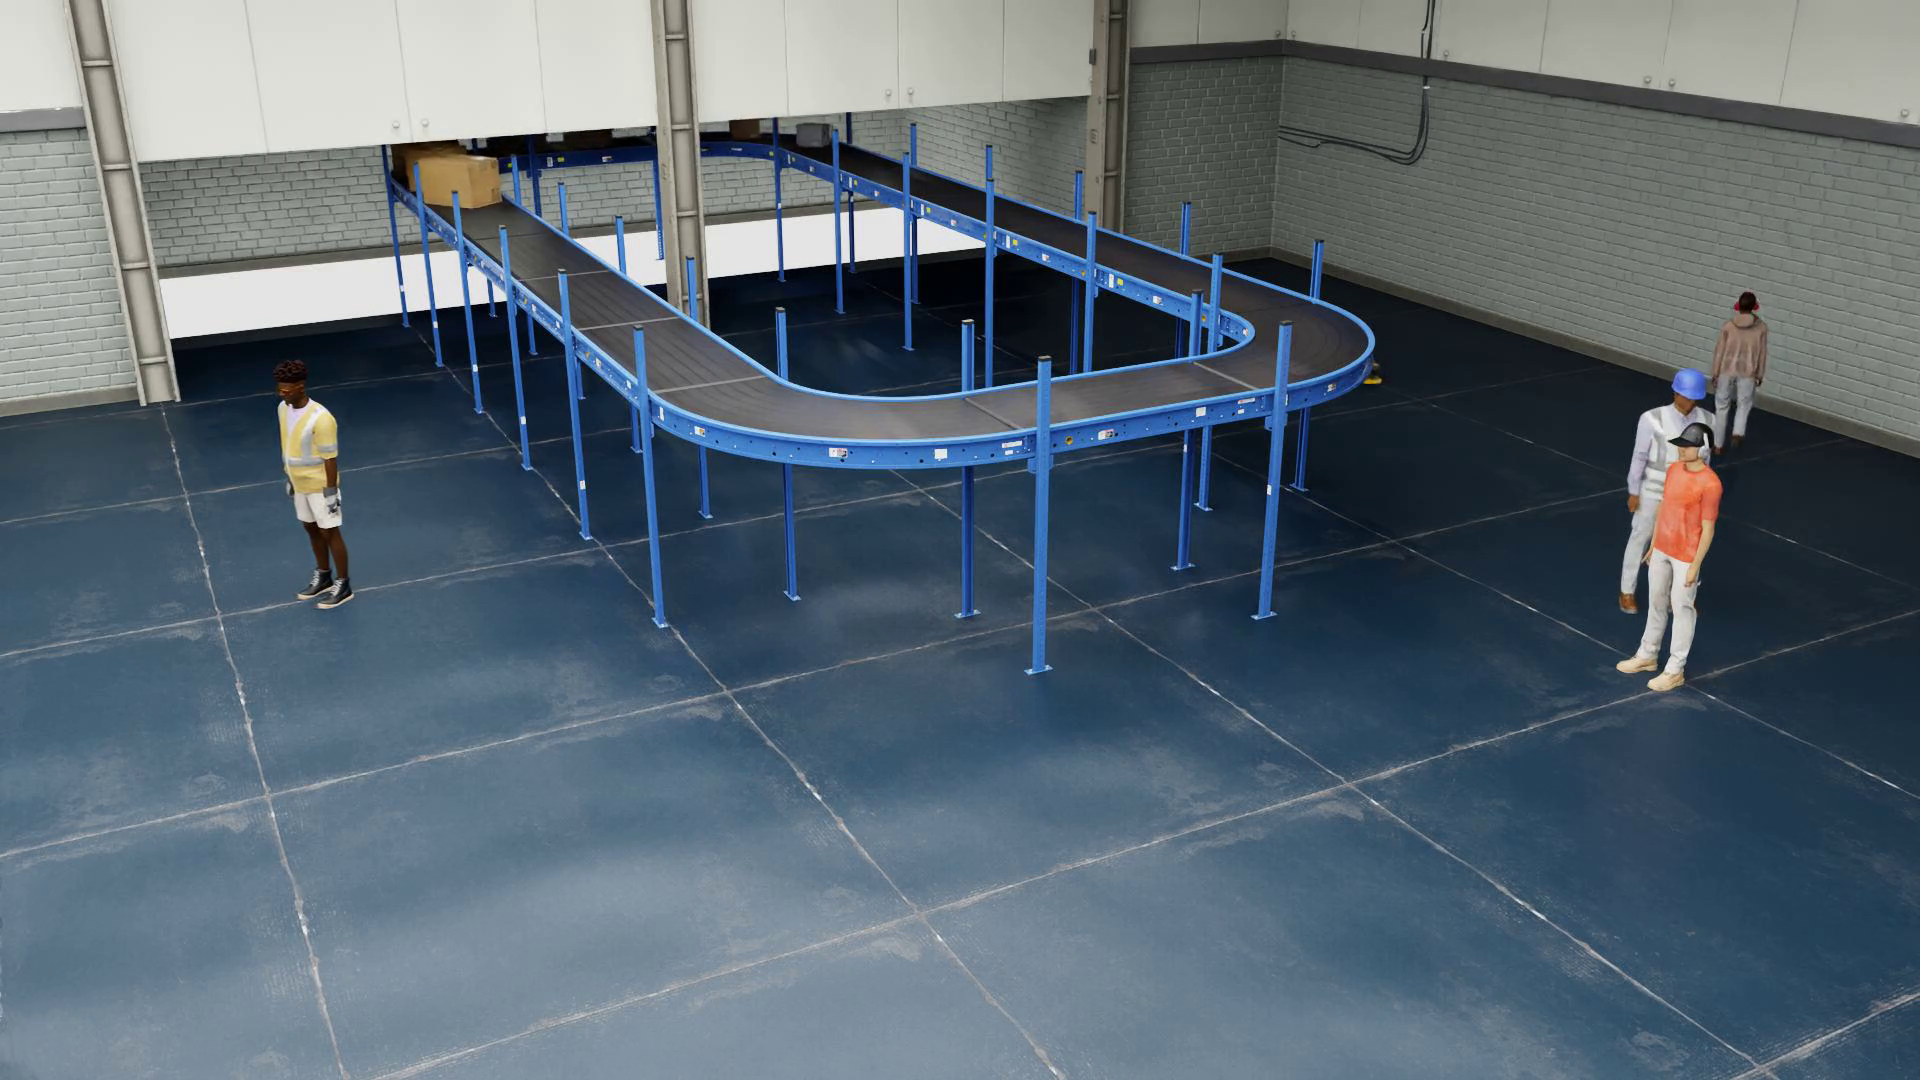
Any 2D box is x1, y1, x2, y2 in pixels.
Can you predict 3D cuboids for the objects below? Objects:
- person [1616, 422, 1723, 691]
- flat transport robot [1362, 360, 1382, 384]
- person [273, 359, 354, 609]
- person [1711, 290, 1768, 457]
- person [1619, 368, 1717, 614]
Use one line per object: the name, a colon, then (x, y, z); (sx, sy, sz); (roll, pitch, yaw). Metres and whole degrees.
person: (4.907, 0.108, 11.423); (0.391, 1.912, 0.477); (-8, 23, -19)
flat transport robot: (4.259, -2.041, 18.919); (0.659, 0.231, 1.431); (-2, 22, -4)
person: (-4.951, -0.439, 12.716); (0.600, 1.958, 0.372); (16, 27, 34)
person: (7.438, -1.572, 15.918); (0.472, 1.637, 0.490); (9, 24, 22)
person: (5.344, -0.369, 12.555); (0.613, 1.943, 0.407); (-1, 22, -3)
